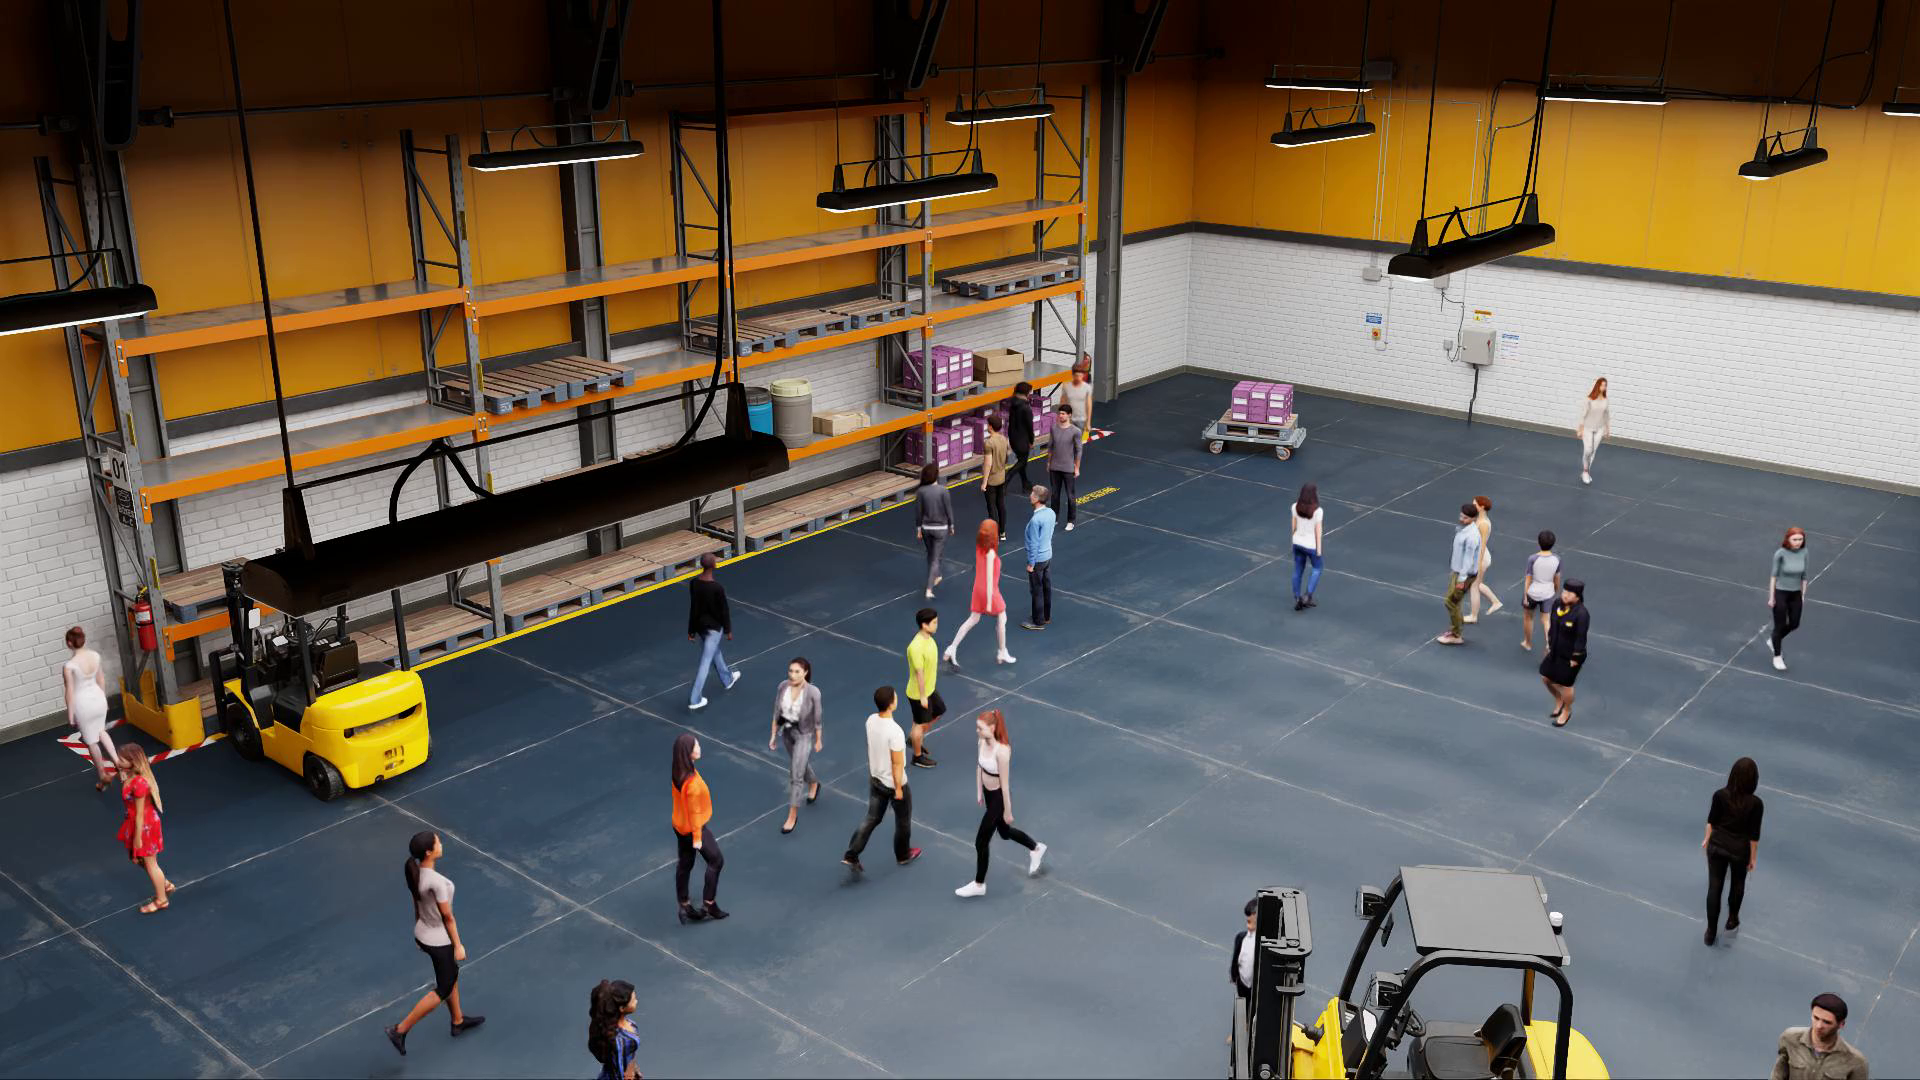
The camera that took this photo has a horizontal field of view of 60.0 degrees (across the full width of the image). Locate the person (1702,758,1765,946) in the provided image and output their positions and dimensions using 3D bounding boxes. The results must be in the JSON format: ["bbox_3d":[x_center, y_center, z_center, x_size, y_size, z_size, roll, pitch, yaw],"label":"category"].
[{"bbox_3d":[6.304,2.588,13.658,0.658,1.623,0.821,10,21,26],"label":"person"}]

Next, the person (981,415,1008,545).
[{"bbox_3d":[0.488,-0.865,23.552,0.750,1.852,0.542,11,22,30],"label":"person"}]

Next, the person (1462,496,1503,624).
[{"bbox_3d":[6.521,0.255,20.578,0.842,1.628,0.814,2,19,7],"label":"person"}]

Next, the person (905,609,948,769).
[{"bbox_3d":[-0.459,1.490,16.804,0.822,1.697,0.741,5,19,15],"label":"person"}]

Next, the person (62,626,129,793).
[{"bbox_3d":[-8.371,1.670,16.131,0.750,1.784,0.745,9,20,24],"label":"person"}]

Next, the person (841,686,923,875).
[{"bbox_3d":[-0.719,2.150,14.719,1.111,1.776,0.718,-17,25,-41],"label":"person"}]

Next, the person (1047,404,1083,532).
[{"bbox_3d":[1.507,-1.076,24.175,0.711,1.854,0.598,11,21,28],"label":"person"}]

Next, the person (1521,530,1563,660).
[{"bbox_3d":[6.835,0.652,19.528,0.882,1.545,1.002,1,19,3],"label":"person"}]

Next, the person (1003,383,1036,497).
[{"bbox_3d":[0.878,-1.522,25.676,1.127,1.742,0.805,-11,22,-30],"label":"person"}]

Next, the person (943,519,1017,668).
[{"bbox_3d":[0.196,0.665,19.114,1.220,1.784,0.932,-9,21,-25],"label":"person"}]

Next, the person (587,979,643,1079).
[{"bbox_3d":[-2.288,3.588,10.754,1.085,1.581,0.923,-7,20,-19],"label":"person"}]

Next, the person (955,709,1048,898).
[{"bbox_3d":[0.406,2.262,14.488,1.255,1.711,0.952,-10,21,-27],"label":"person"}]

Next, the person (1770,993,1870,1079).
[{"bbox_3d":[5.324,3.614,10.308,0.727,1.817,1.114,16,24,39],"label":"person"}]

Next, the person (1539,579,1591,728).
[{"bbox_3d":[6.521,1.198,17.726,0.834,1.662,0.830,-7,20,-20],"label":"person"}]

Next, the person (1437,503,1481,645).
[{"bbox_3d":[6.055,0.419,19.838,0.874,1.789,0.756,6,19,16],"label":"person"}]

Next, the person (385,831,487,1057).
[{"bbox_3d":[-3.939,2.996,12.282,1.053,1.727,0.717,-17,25,-40],"label":"person"}]

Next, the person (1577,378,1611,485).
[{"bbox_3d":[10.046,-1.773,26.497,0.810,1.693,0.870,-2,19,-6],"label":"person"}]

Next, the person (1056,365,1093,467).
[{"bbox_3d":[1.851,-1.919,26.716,1.177,1.830,1.313,2,19,5],"label":"person"}]

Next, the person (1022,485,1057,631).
[{"bbox_3d":[0.986,0.196,20.453,0.762,1.820,0.586,9,21,26],"label":"person"}]

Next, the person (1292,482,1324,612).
[{"bbox_3d":[4.308,0.117,20.909,0.622,1.678,0.566,17,25,41],"label":"person"}]

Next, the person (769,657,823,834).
[{"bbox_3d":[-1.503,1.870,15.767,0.723,1.637,1.087,10,21,28],"label":"person"}]

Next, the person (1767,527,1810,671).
[{"bbox_3d":[9.531,0.640,19.275,0.765,1.729,0.824,-1,19,-2],"label":"person"}]

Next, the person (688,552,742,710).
[{"bbox_3d":[-2.785,1.025,18.179,0.778,1.699,1.221,10,21,27],"label":"person"}]

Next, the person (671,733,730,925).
[{"bbox_3d":[-2.322,2.443,13.909,0.750,1.736,0.725,-10,21,-28],"label":"person"}]

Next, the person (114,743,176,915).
[{"bbox_3d":[-6.865,2.433,14.174,0.739,1.587,0.696,-9,21,-25],"label":"person"}]

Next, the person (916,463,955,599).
[{"bbox_3d":[-0.348,-0.091,21.439,0.859,1.733,1.183,7,20,20],"label":"person"}]
